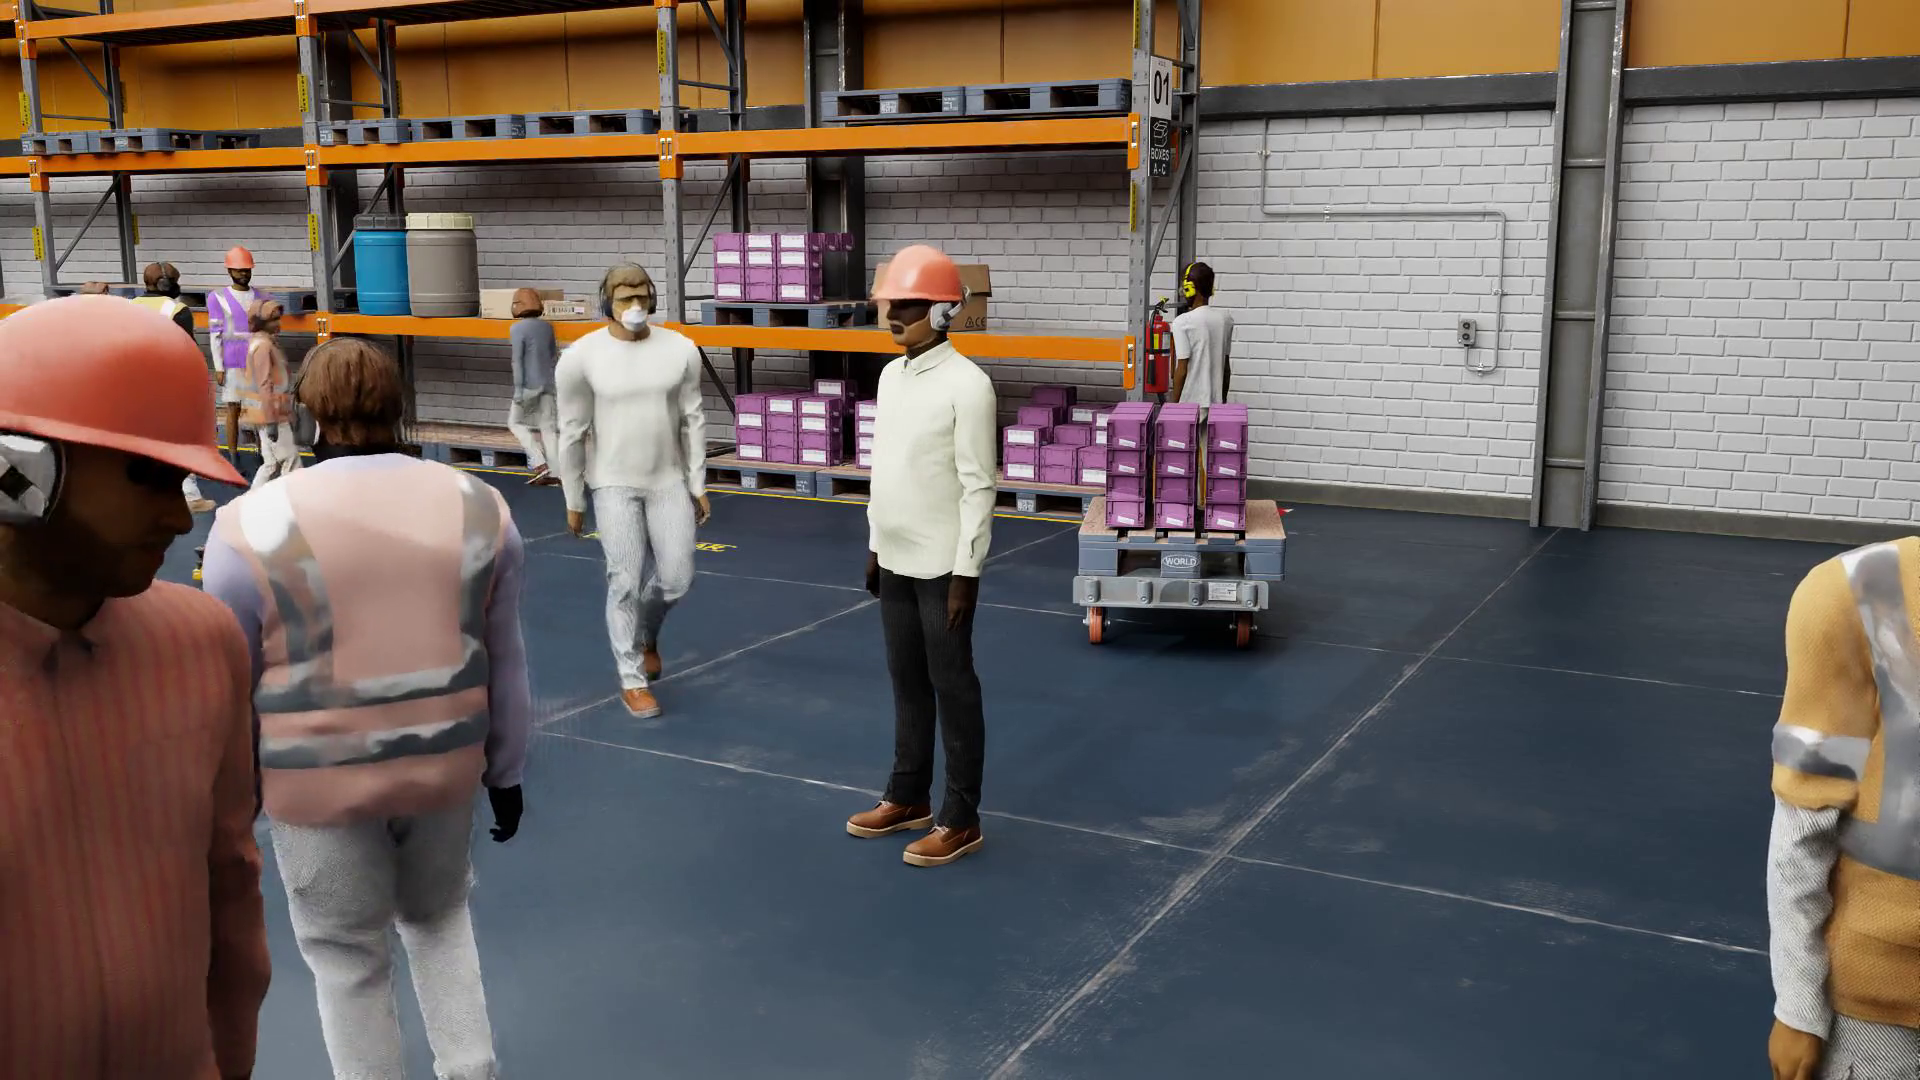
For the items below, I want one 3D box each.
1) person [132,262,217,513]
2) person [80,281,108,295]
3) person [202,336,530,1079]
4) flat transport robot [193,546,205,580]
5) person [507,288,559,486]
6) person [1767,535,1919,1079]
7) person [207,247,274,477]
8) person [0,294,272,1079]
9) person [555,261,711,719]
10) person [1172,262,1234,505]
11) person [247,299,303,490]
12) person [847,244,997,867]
[{"bbox_3d":[-5.822,-1.113,12.231,0.625,1.840,0.430,4,11,20],"label":"person"},{"bbox_3d":[-7.550,-1.446,14.608,0.308,1.638,0.511,-3,11,-15],"label":"person"},{"bbox_3d":[-1.213,0.501,3.437,0.629,1.829,0.442,-8,13,-38],"label":"person"},{"bbox_3d":[-3.793,0.069,10.050,1.431,0.197,0.652,-2,10,-9],"label":"flat transport robot"},{"bbox_3d":[-3.444,-1.224,13.449,0.390,1.613,0.526,5,12,28],"label":"person"},{"bbox_3d":[1.425,0.640,2.365,0.543,1.932,0.376,0,10,2],"label":"person"},{"bbox_3d":[-6.042,-1.501,14.084,0.543,1.938,0.356,-10,14,-44],"label":"person"},{"bbox_3d":[-1.001,0.726,1.812,0.878,1.947,0.764,7,12,33],"label":"person"},{"bbox_3d":[-1.403,-0.220,7.103,0.644,1.922,0.525,-6,12,-30],"label":"person"},{"bbox_3d":[1.518,-0.837,10.649,0.509,1.865,0.329,-8,13,-37],"label":"person"},{"bbox_3d":[-4.651,-0.818,11.253,0.572,1.608,0.576,-4,11,-22],"label":"person"},{"bbox_3d":[-0.119,0.050,5.422,0.376,1.997,0.612,-7,13,-35],"label":"person"}]
